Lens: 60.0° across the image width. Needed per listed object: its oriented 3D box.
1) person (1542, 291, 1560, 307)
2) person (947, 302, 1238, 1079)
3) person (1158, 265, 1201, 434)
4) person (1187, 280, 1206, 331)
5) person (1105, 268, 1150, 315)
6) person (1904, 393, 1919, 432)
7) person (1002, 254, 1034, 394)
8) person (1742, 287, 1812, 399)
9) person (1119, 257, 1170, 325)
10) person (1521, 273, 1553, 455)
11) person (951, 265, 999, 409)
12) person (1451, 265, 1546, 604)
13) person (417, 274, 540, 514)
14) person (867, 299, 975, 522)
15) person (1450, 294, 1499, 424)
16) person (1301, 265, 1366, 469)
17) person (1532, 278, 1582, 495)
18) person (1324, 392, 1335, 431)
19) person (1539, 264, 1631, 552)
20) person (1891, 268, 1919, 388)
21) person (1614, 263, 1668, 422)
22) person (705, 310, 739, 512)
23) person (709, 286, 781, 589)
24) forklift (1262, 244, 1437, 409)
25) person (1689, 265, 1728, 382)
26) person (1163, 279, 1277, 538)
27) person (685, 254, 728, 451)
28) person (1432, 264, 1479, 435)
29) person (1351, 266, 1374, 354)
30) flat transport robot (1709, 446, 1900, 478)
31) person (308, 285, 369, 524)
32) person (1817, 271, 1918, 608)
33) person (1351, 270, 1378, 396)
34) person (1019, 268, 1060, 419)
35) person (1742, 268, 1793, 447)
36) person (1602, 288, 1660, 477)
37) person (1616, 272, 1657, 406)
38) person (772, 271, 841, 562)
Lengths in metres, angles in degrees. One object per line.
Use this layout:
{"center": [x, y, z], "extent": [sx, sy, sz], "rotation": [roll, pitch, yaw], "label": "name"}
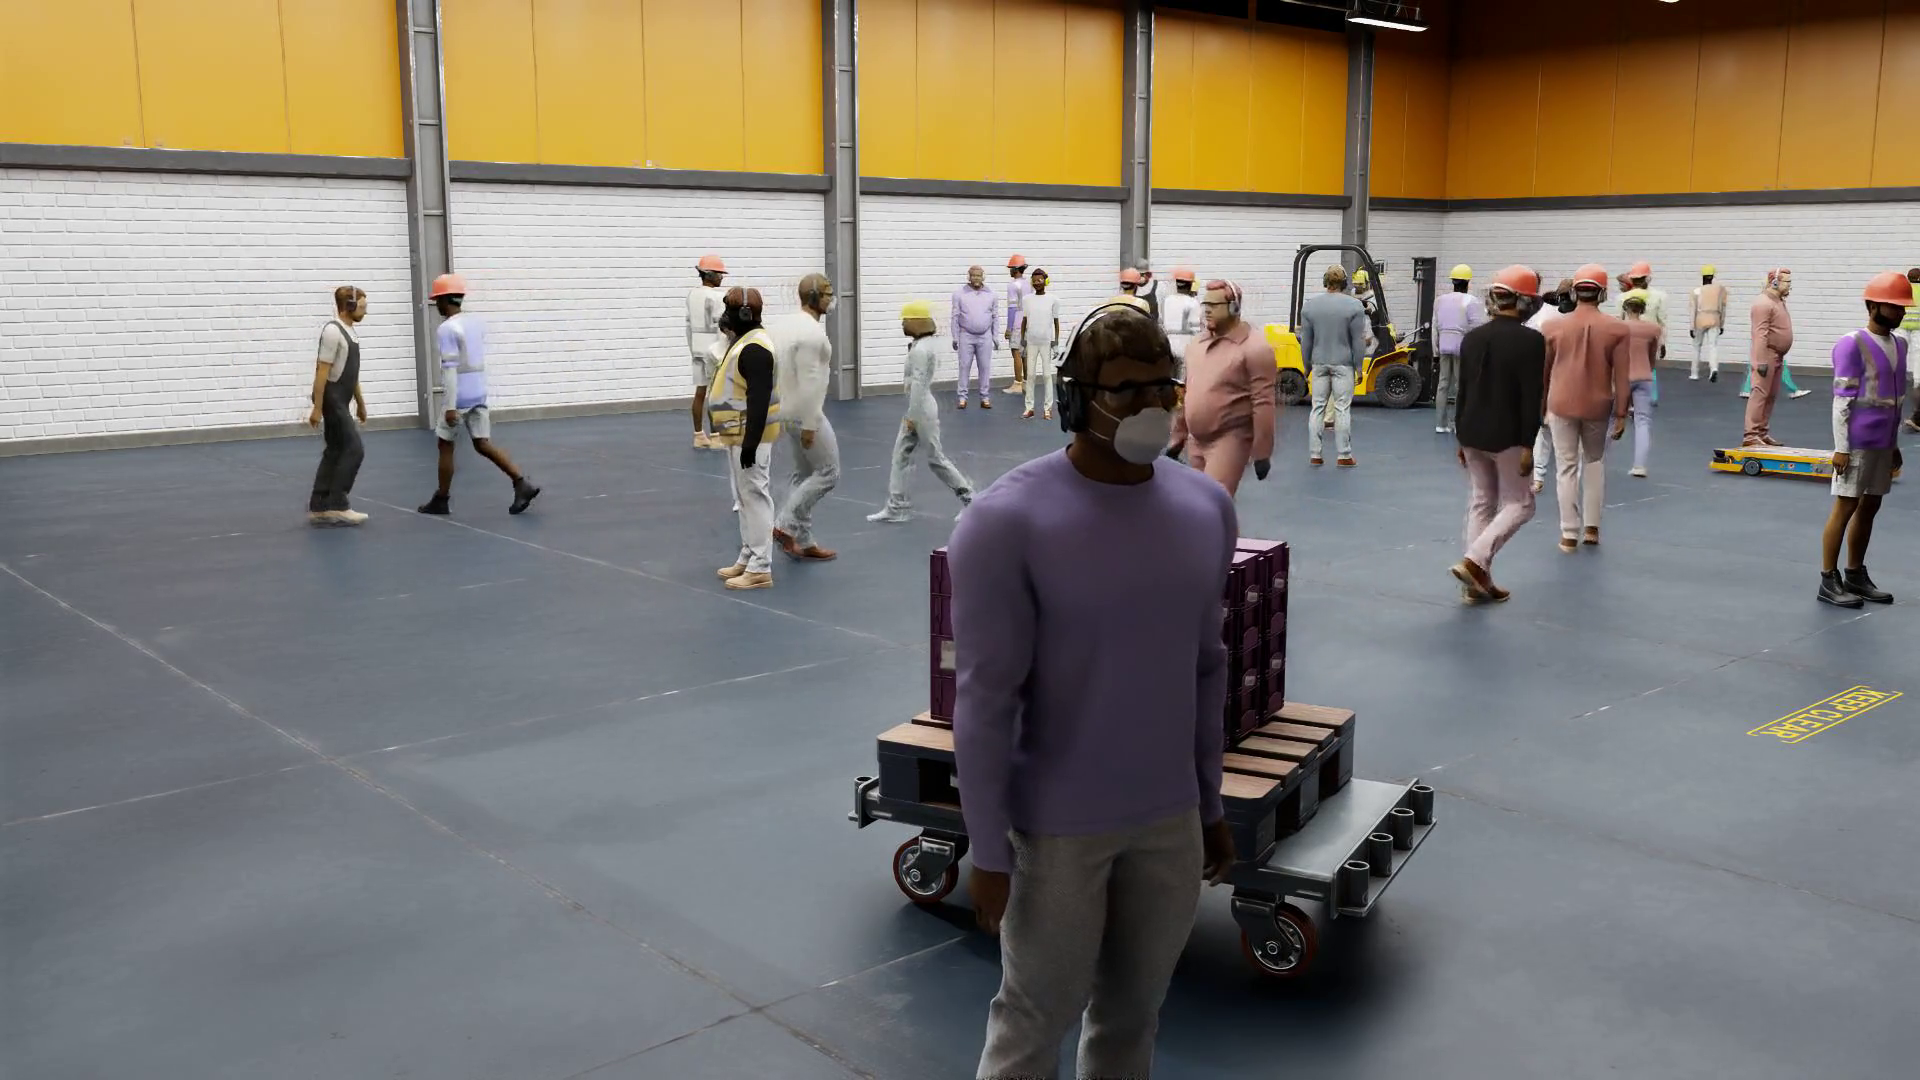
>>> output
{"center": [6.538, -1.898, 18.173], "extent": [0.816, 1.656, 0.530], "rotation": [-5, 11, -27], "label": "person"}
{"center": [0.267, 0.529, 3.141], "extent": [0.630, 1.938, 0.366], "rotation": [-6, 11, -32], "label": "person"}
{"center": [2.445, -2.125, 18.719], "extent": [0.569, 1.919, 0.555], "rotation": [8, 12, 38], "label": "person"}
{"center": [3.111, -2.686, 22.554], "extent": [0.534, 1.732, 0.790], "rotation": [5, 11, 27], "label": "person"}
{"center": [1.948, -2.177, 19.180], "extent": [0.554, 1.888, 0.909], "rotation": [6, 11, 31], "label": "person"}
{"center": [11.293, -2.170, 18.993], "extent": [0.973, 1.931, 0.616], "rotation": [-3, 10, -18], "label": "person"}
{"center": [0.838, -3.154, 24.396], "extent": [0.370, 2.044, 0.608], "rotation": [6, 11, 30], "label": "person"}
{"center": [11.537, -2.830, 23.421], "extent": [0.891, 1.714, 0.549], "rotation": [4, 10, 21], "label": "person"}
{"center": [2.487, -2.842, 22.581], "extent": [0.716, 2.000, 0.542], "rotation": [3, 10, 19], "label": "person"}
{"center": [5.550, -1.694, 16.385], "extent": [0.617, 1.856, 0.998], "rotation": [6, 11, 32], "label": "person"}
{"center": [0.204, -2.691, 22.089], "extent": [0.651, 1.906, 0.403], "rotation": [-1, 10, -7], "label": "person"}
{"center": [3.078, -0.583, 9.547], "extent": [0.549, 1.968, 0.636], "rotation": [-6, 11, -29], "label": "person"}
{"center": [-3.799, -1.116, 12.956], "extent": [0.914, 1.899, 0.581], "rotation": [2, 10, 14], "label": "person"}
{"center": [-0.246, -0.969, 12.586], "extent": [0.851, 1.708, 0.499], "rotation": [-1, 10, -5], "label": "person"}
{"center": [6.112, -2.041, 19.191], "extent": [0.822, 1.588, 0.507], "rotation": [3, 10, 15], "label": "person"}
{"center": [3.557, -1.648, 15.883], "extent": [0.627, 1.941, 0.370], "rotation": [6, 11, 30], "label": "person"}
{"center": [5.115, -1.294, 14.116], "extent": [0.621, 1.839, 0.429], "rotation": [5, 11, 27], "label": "person"}
{"center": [4.356, -2.088, 19.353], "extent": [0.266, 1.631, 0.507], "rotation": [-4, 10, -22], "label": "person"}
{"center": [4.270, -0.906, 11.473], "extent": [0.611, 1.967, 0.612], "rotation": [2, 10, 14], "label": "person"}
{"center": [14.646, -3.261, 25.627], "extent": [0.625, 1.839, 0.430], "rotation": [6, 11, 30], "label": "person"}
{"center": [8.328, -2.427, 20.456], "extent": [0.624, 1.928, 1.054], "rotation": [7, 12, 36], "label": "person"}
{"center": [-1.751, -1.051, 13.306], "extent": [0.539, 1.620, 0.519], "rotation": [0, 10, 1], "label": "person"}
{"center": [-1.314, -0.624, 10.179], "extent": [0.429, 1.844, 0.627], "rotation": [-3, 10, -15], "label": "person"}
{"center": [5.256, -2.933, 22.661], "extent": [2.313, 2.155, 1.214], "rotation": [3, 10, 16], "label": "forklift"}
{"center": [12.108, -3.510, 26.943], "extent": [0.588, 1.892, 0.917], "rotation": [2, 10, 13], "label": "person"}
{"center": [1.462, -0.543, 9.552], "extent": [0.444, 1.890, 0.658], "rotation": [-6, 11, -29], "label": "person"}
{"center": [-2.600, -1.946, 17.332], "extent": [0.395, 2.040, 0.609], "rotation": [-9, 14, -44], "label": "person"}
{"center": [5.637, -2.157, 18.898], "extent": [0.381, 1.928, 0.587], "rotation": [-8, 12, -39], "label": "person"}
{"center": [6.098, -3.218, 25.280], "extent": [0.526, 1.869, 0.315], "rotation": [-6, 11, -32], "label": "person"}
{"center": [7.737, -0.709, 15.266], "extent": [0.652, 0.197, 1.431], "rotation": [-8, 13, -41], "label": "flat transport robot"}
{"center": [-4.696, -1.008, 12.518], "extent": [0.573, 1.802, 0.523], "rotation": [-2, 10, -11], "label": "person"}
{"center": [5.269, -0.573, 9.604], "extent": [0.552, 1.933, 0.374], "rotation": [-5, 11, -27], "label": "person"}
{"center": [5.808, -2.977, 24.030], "extent": [0.423, 1.812, 0.620], "rotation": [1, 10, 4], "label": "person"}
{"center": [0.986, -2.431, 20.673], "extent": [0.515, 1.872, 0.328], "rotation": [3, 10, 16], "label": "person"}
{"center": [8.547, -1.907, 17.533], "extent": [0.404, 1.899, 0.644], "rotation": [9, 13, 42], "label": "person"}
{"center": [6.187, -1.460, 15.442], "extent": [0.531, 1.720, 0.823], "rotation": [0, 10, -2], "label": "person"}
{"center": [9.110, -2.710, 22.514], "extent": [0.608, 1.795, 0.721], "rotation": [-4, 10, -22], "label": "person"}
{"center": [-1.011, -0.790, 10.901], "extent": [0.448, 1.922, 0.641], "rotation": [-3, 10, -16], "label": "person"}
